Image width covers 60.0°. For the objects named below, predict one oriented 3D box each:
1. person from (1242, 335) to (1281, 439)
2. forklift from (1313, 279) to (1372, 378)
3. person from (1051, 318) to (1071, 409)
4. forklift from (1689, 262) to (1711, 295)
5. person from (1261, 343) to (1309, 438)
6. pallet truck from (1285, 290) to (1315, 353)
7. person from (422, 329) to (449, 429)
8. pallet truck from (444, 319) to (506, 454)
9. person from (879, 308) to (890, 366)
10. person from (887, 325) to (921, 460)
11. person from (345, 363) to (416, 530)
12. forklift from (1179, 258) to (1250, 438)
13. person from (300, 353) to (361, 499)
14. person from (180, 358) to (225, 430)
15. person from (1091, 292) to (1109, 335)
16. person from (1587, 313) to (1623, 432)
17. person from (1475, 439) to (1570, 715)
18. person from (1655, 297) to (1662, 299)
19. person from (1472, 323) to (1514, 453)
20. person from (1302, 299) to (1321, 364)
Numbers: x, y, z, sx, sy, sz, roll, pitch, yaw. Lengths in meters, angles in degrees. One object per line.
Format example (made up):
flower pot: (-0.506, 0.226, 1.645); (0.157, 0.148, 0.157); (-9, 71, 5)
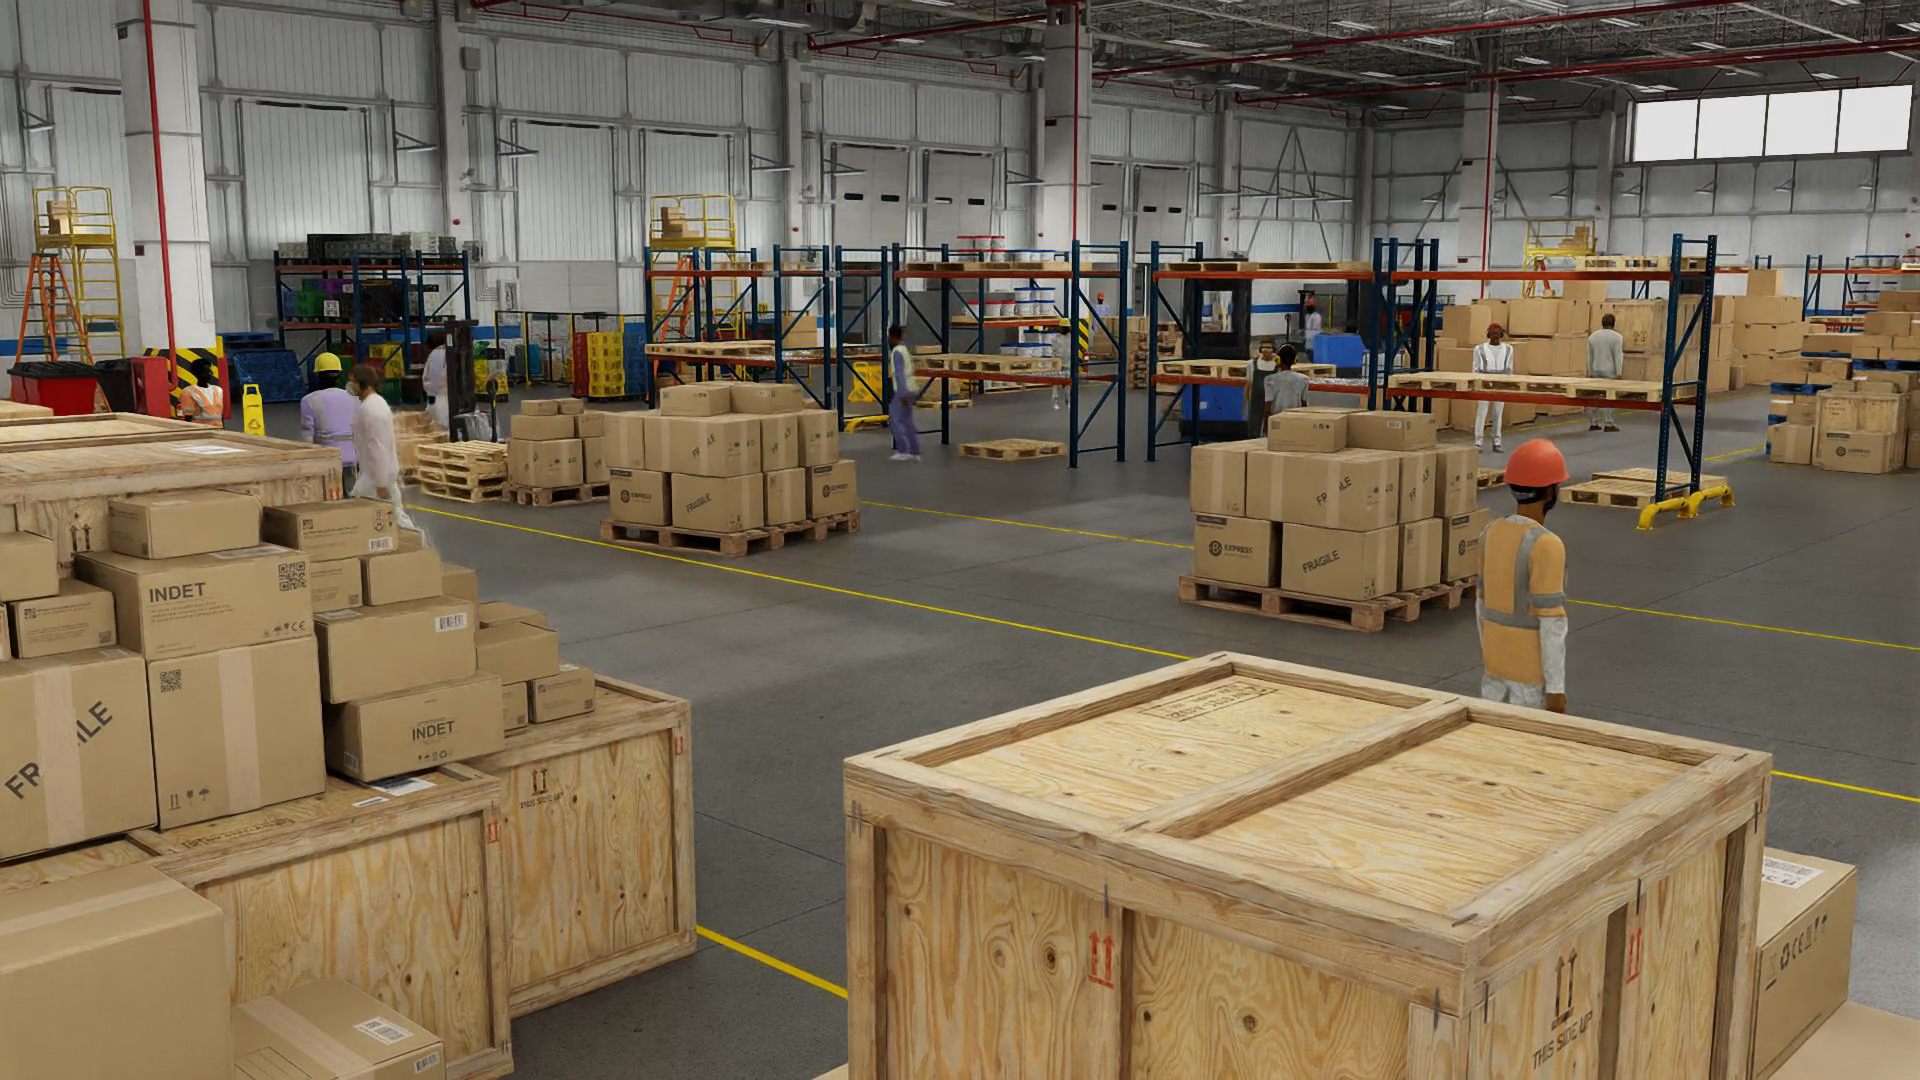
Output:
person: (3.820, -1.645, 20.858); (0.547, 1.833, 0.356); (3, 10, 18)
forklift: (9.565, -5.289, 39.970); (1.873, 2.768, 1.129); (-2, 9, -10)
person: (1.961, -3.336, 31.505); (0.486, 1.737, 0.322); (-2, 9, -12)
forklift: (19.863, -6.089, 44.880); (1.873, 2.768, 1.129); (3, 10, 17)
person: (3.447, -1.153, 17.692); (0.518, 1.876, 0.326); (-1, 9, -8)
pallet truck: (11.297, -6.951, 52.861); (1.885, 1.965, 0.823); (-5, 11, -29)
person: (-7.399, -2.122, 23.843); (0.819, 1.810, 0.619); (-3, 10, -15)
pallet truck: (-6.981, -1.942, 22.150); (1.885, 1.965, 0.823); (1, 9, 9)
person: (-1.998, -5.348, 44.163); (0.313, 1.634, 0.515); (1, 9, 5)
person: (-0.778, -2.035, 23.117); (0.556, 1.863, 0.627); (2, 9, 10)
person: (-4.920, -0.524, 13.809); (1.035, 1.879, 0.655); (-2, 9, -13)
forklift: (4.079, -3.089, 26.481); (1.129, 2.768, 1.873); (1, 9, 7)
person: (-5.550, -0.694, 14.744); (0.400, 1.922, 0.593); (8, 12, 39)
person: (-8.198, -1.130, 18.084); (0.318, 1.700, 0.535); (4, 10, 24)
person: (4.340, -6.693, 51.497); (0.544, 1.930, 0.389); (1, 9, 5)
person: (10.548, -2.735, 27.193); (0.372, 1.940, 0.627); (-6, 11, -34)
person: (2.422, 0.536, 7.122); (0.340, 1.942, 0.551); (-2, 10, -14)
person: (18.323, -5.417, 43.665); (0.628, 1.932, 0.361); (-6, 11, -32)
person: (7.684, -2.189, 24.009); (0.586, 1.882, 0.340); (0, 9, 3)
person: (8.706, -5.031, 41.325); (0.410, 1.916, 0.554); (-3, 10, -18)
